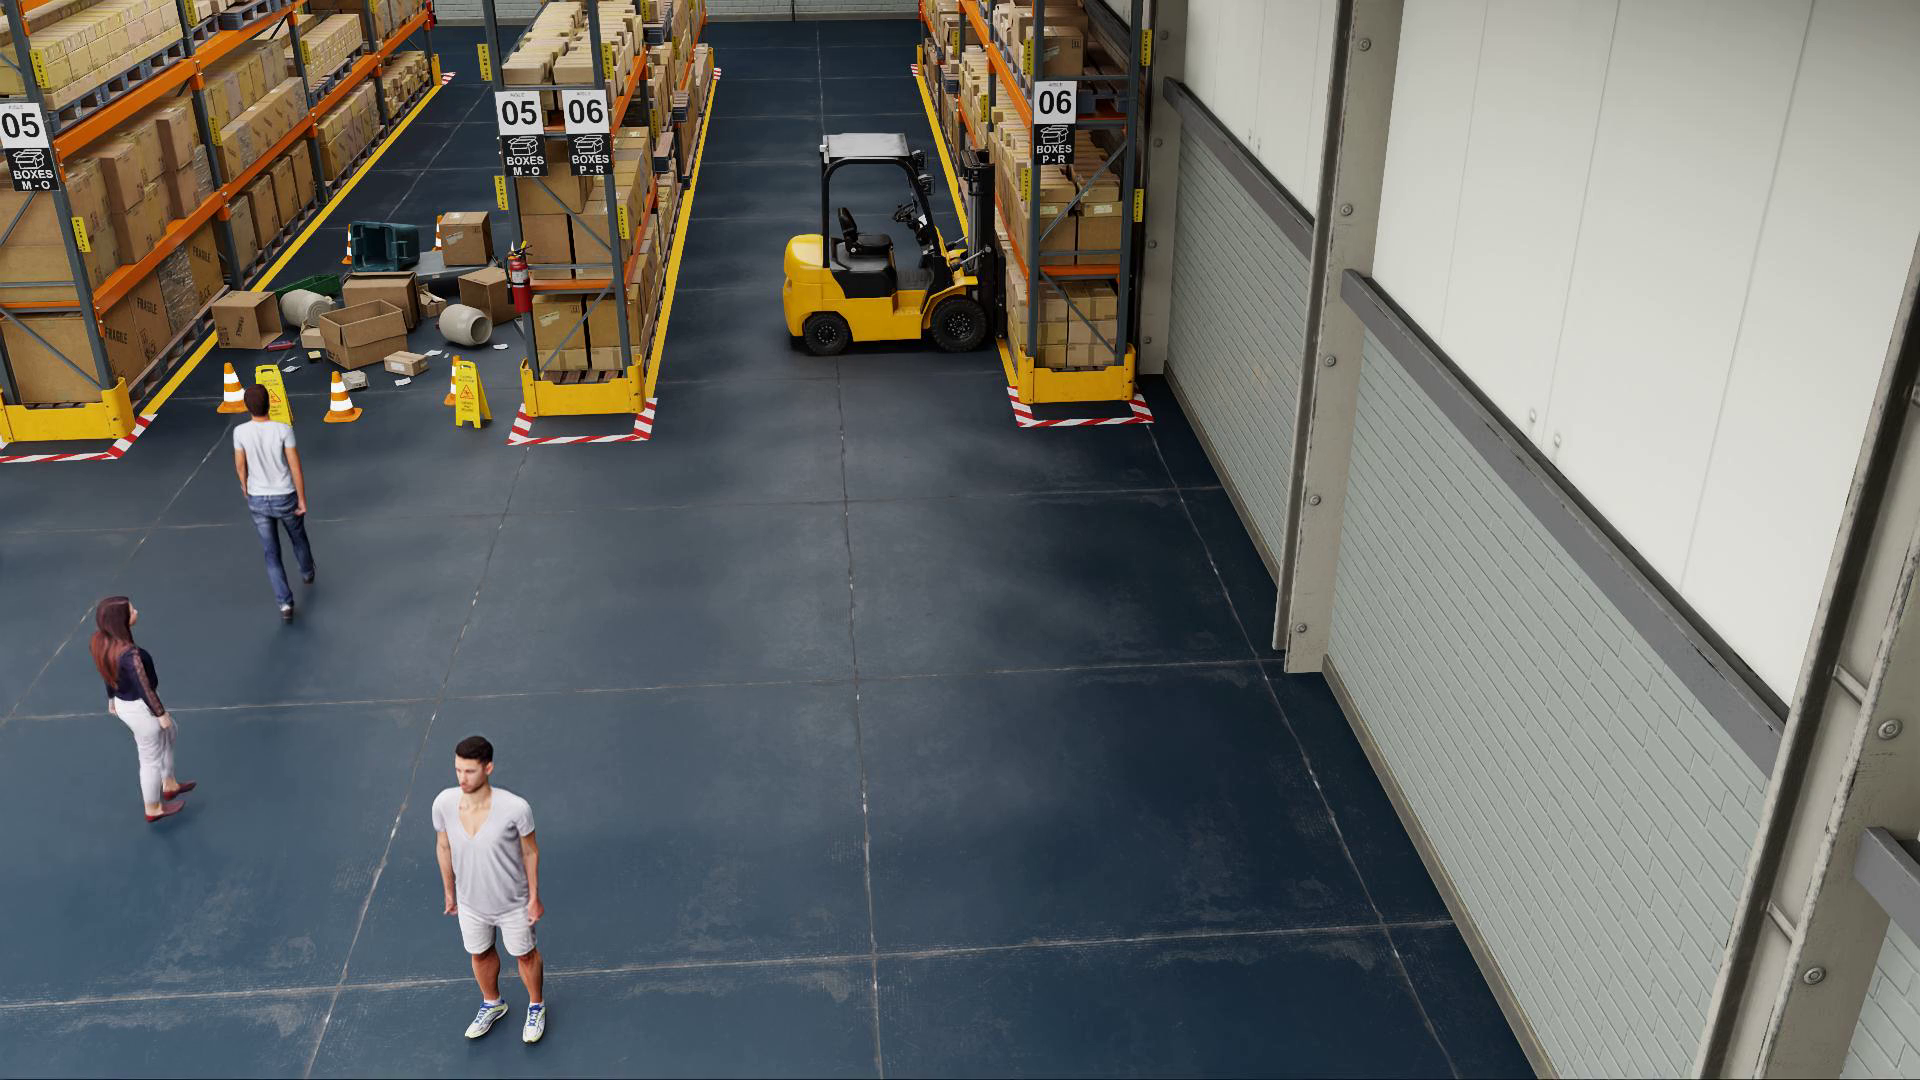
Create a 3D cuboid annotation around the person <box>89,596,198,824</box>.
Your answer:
[{"bbox_3d":[-5.152,1.088,10.336,0.754,1.592,0.813,20,34,34],"label":"person"}]

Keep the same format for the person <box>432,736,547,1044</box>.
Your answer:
[{"bbox_3d":[-2.419,1.810,8.648,0.726,1.854,0.633,3,27,6],"label":"person"}]

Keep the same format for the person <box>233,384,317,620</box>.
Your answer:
[{"bbox_3d":[-5.265,-0.271,12.715,0.806,1.831,1.125,-9,29,-16],"label":"person"}]
